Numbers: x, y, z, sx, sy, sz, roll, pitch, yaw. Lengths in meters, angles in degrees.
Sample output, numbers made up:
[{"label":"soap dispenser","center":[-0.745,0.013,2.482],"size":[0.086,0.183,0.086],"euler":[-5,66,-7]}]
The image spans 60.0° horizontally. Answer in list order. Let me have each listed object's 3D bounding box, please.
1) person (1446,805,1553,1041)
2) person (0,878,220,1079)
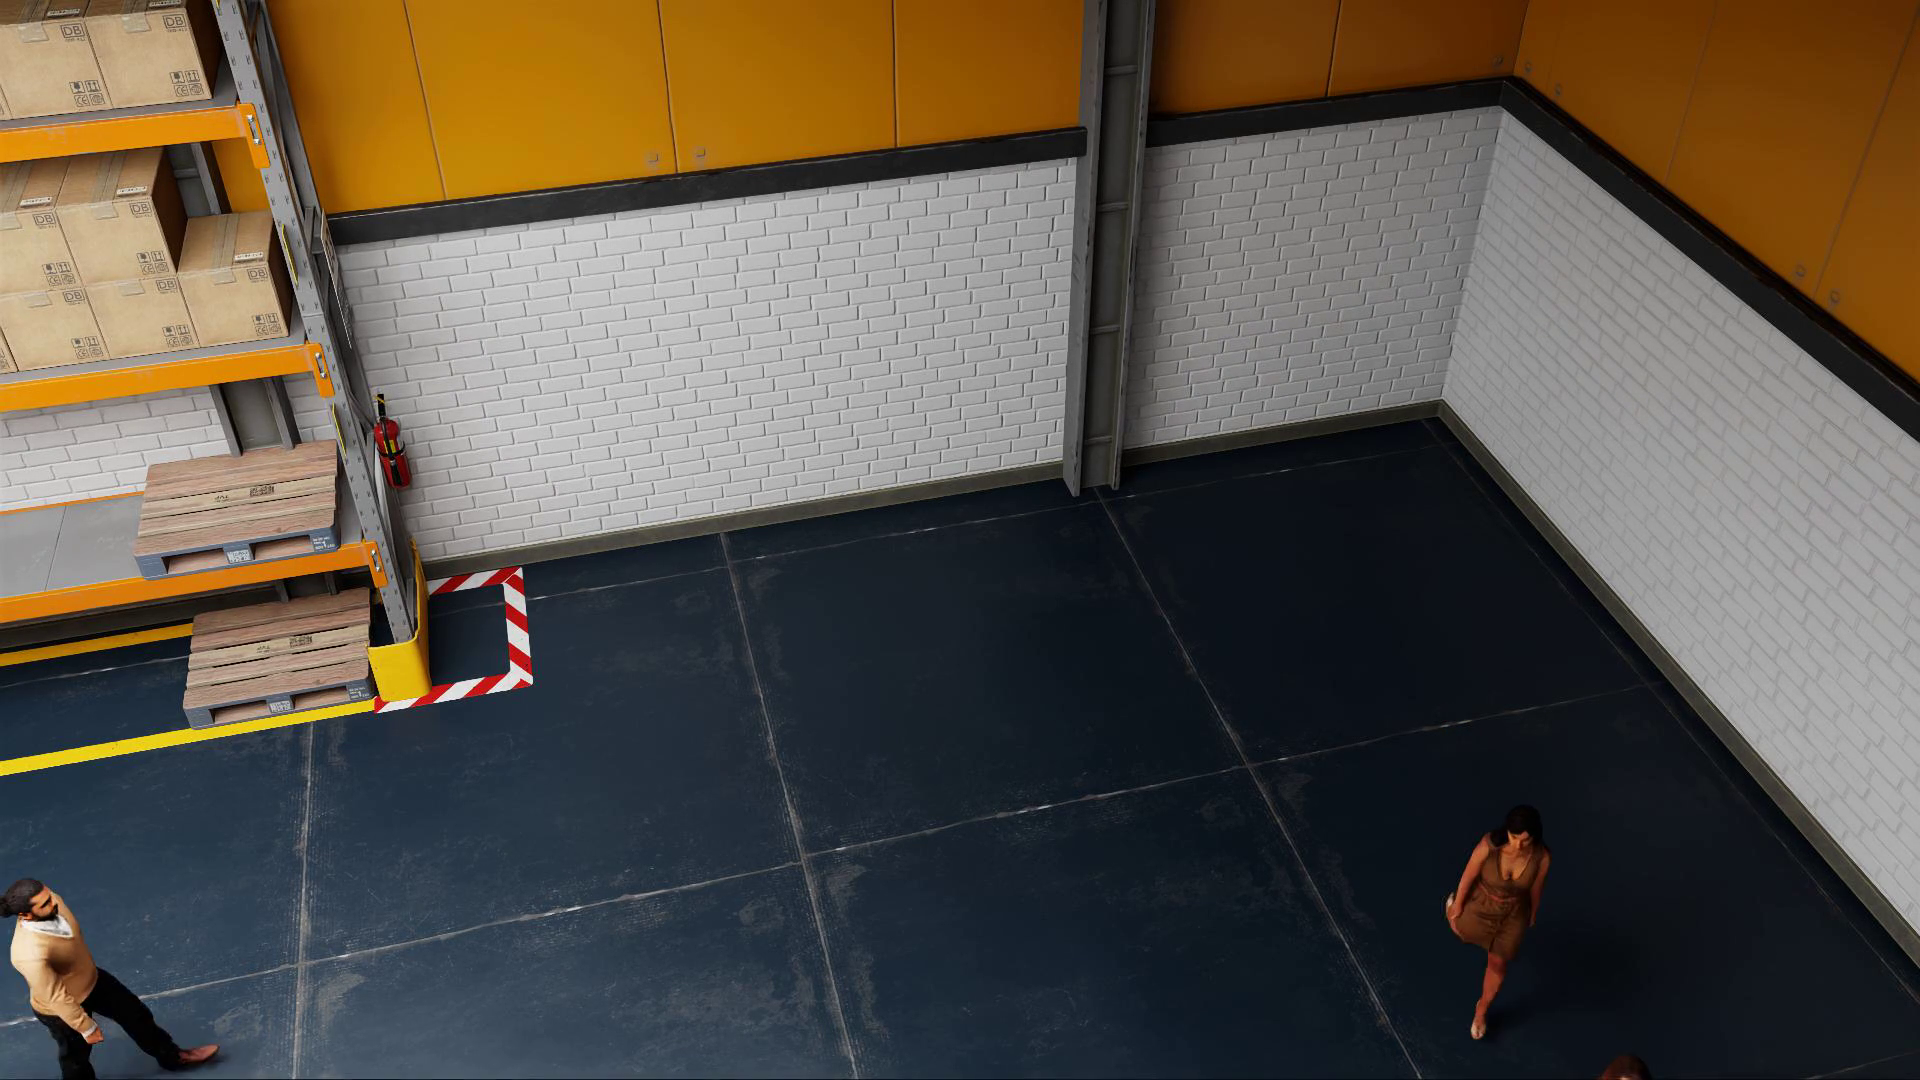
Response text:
[{"label":"person","center":[2.909,1.946,9.110],"size":[1.061,1.660,0.939],"euler":[4,39,5]},{"label":"person","center":[-4.642,2.349,8.552],"size":[1.014,1.727,0.765],"euler":[-5,39,-6]}]
